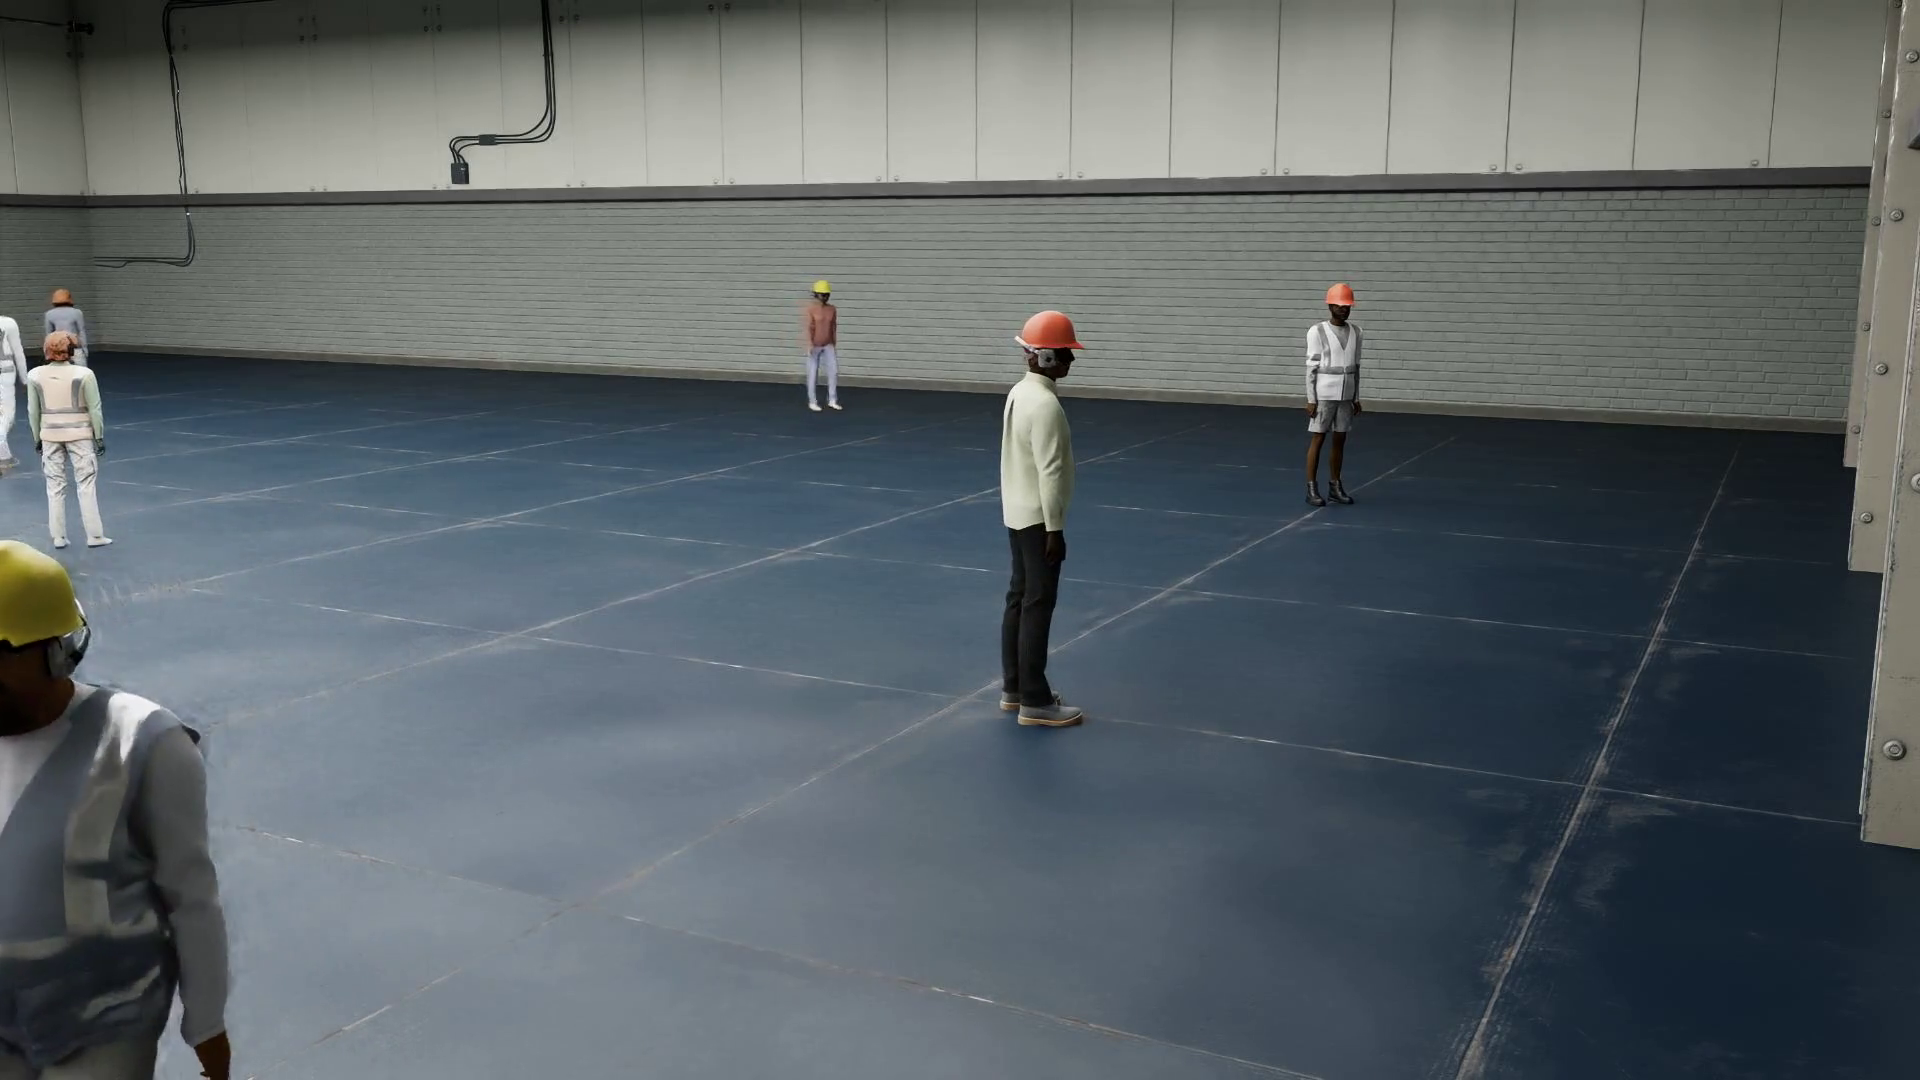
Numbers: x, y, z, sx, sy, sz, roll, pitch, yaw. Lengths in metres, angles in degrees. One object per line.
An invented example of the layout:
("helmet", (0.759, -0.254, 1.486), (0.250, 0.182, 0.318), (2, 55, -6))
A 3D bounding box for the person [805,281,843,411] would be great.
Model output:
("person", (-1.824, -2.580, 22.233), (0.538, 1.747, 0.655), (-7, 13, -35))

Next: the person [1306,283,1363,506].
("person", (3.278, -1.262, 14.508), (0.547, 1.938, 0.379), (-4, 11, -21))

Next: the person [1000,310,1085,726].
("person", (0.398, -0.108, 8.058), (0.397, 1.992, 0.622), (-3, 11, -13))

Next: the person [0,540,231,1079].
("person", (-1.725, 0.911, 3.015), (0.621, 1.802, 0.820), (1, 10, 7))

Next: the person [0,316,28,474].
("person", (-9.604, -1.586, 16.495), (0.573, 1.859, 0.893), (-1, 10, -6))

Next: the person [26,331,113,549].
("person", (-6.708, -0.747, 12.508), (0.517, 1.639, 0.313), (-1, 10, -5))

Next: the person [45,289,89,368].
("person", (-12.148, -2.612, 22.696), (0.533, 1.618, 0.461), (-1, 10, -7))
